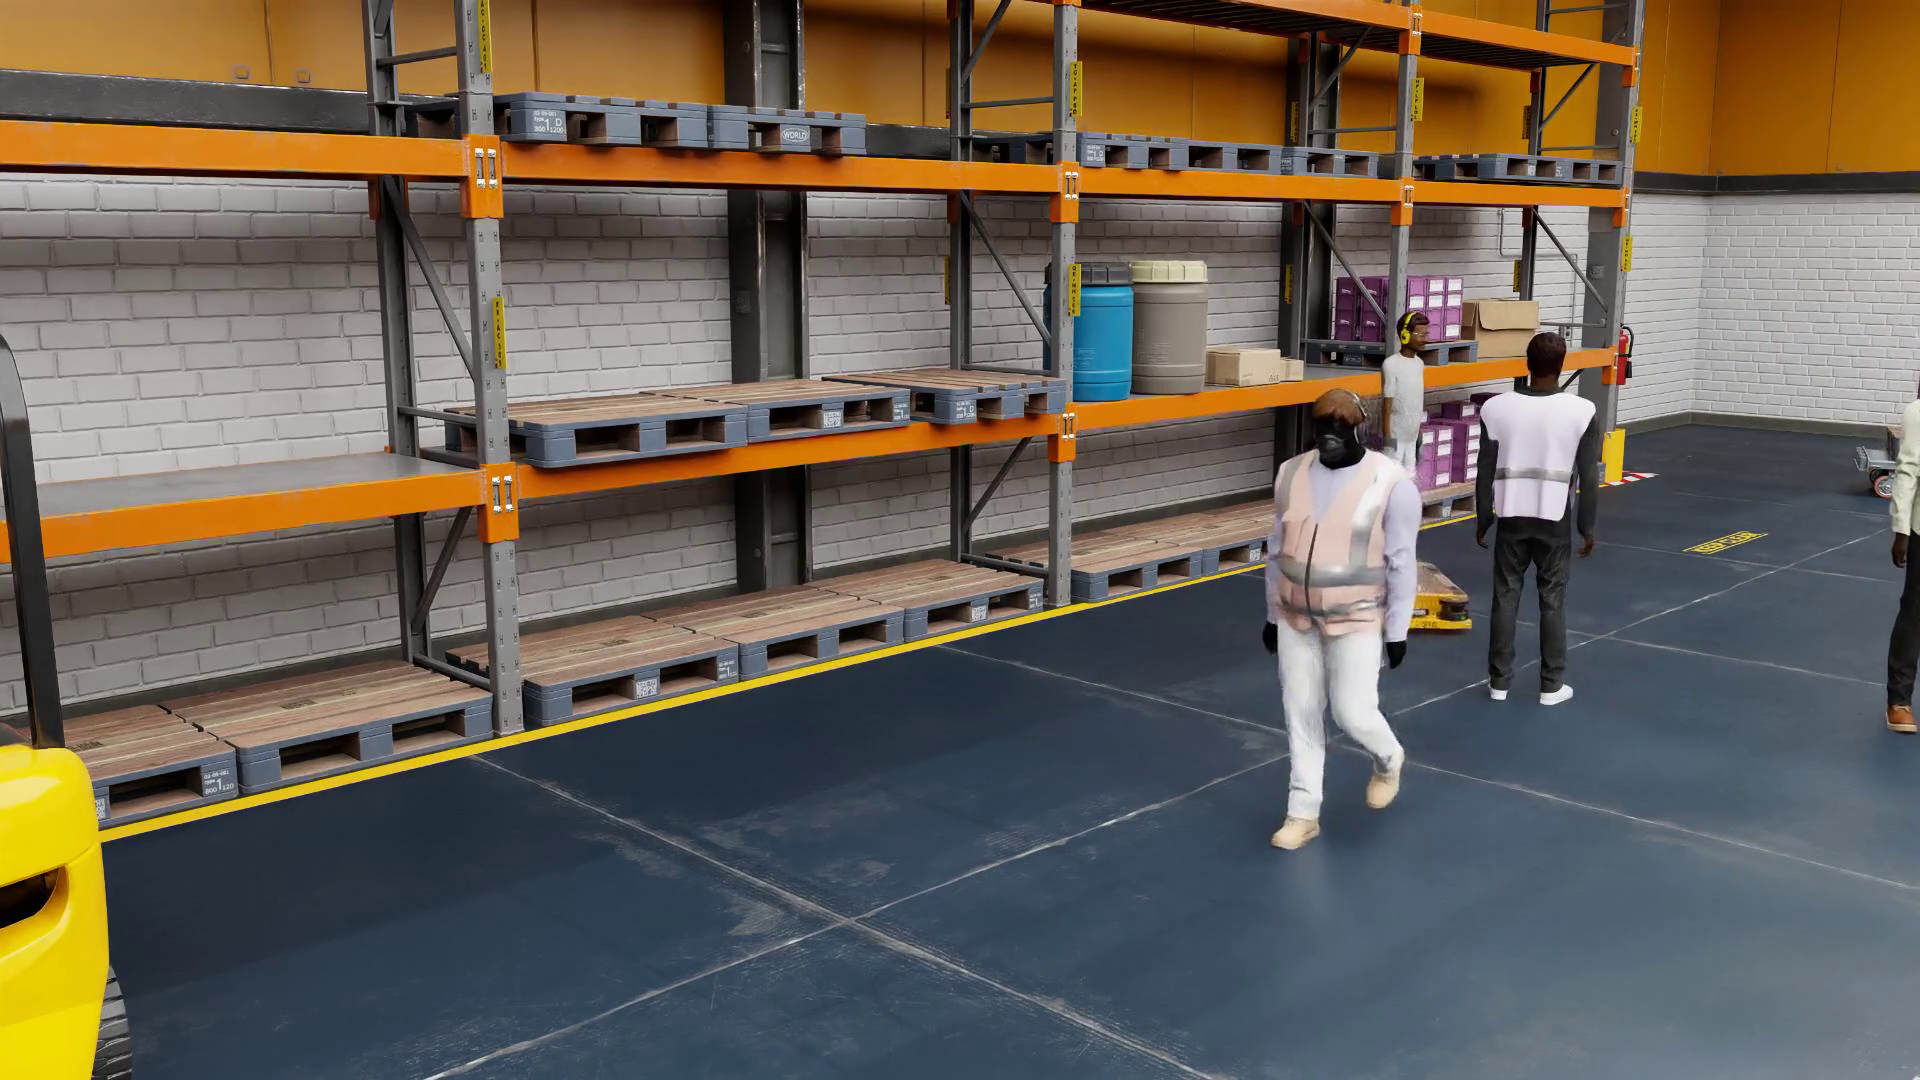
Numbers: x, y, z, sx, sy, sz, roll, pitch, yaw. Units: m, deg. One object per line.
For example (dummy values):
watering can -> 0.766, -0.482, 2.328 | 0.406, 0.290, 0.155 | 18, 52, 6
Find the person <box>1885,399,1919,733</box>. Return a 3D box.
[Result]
person -> 4.813, -0.043, 8.006 | 0.612, 1.994, 0.395 | 2, 11, 9

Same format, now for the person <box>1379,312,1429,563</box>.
person -> 3.195, -0.709, 12.012 | 0.514, 1.861, 0.322 | -10, 14, -43

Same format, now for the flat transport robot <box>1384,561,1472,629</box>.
flat transport robot -> 2.797, 0.325, 10.702 | 0.652, 0.197, 1.431 | 1, 10, 3

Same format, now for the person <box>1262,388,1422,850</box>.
person -> 1.513, 0.298, 6.610 | 0.632, 1.822, 0.644 | 9, 14, 41

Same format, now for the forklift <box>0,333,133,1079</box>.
forklift -> -3.289, 0.485, 4.582 | 1.214, 2.155, 2.313 | -10, 14, -44

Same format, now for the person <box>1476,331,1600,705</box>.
person -> 2.956, -0.106, 8.559 | 0.596, 1.916, 0.372 | 5, 12, 27
